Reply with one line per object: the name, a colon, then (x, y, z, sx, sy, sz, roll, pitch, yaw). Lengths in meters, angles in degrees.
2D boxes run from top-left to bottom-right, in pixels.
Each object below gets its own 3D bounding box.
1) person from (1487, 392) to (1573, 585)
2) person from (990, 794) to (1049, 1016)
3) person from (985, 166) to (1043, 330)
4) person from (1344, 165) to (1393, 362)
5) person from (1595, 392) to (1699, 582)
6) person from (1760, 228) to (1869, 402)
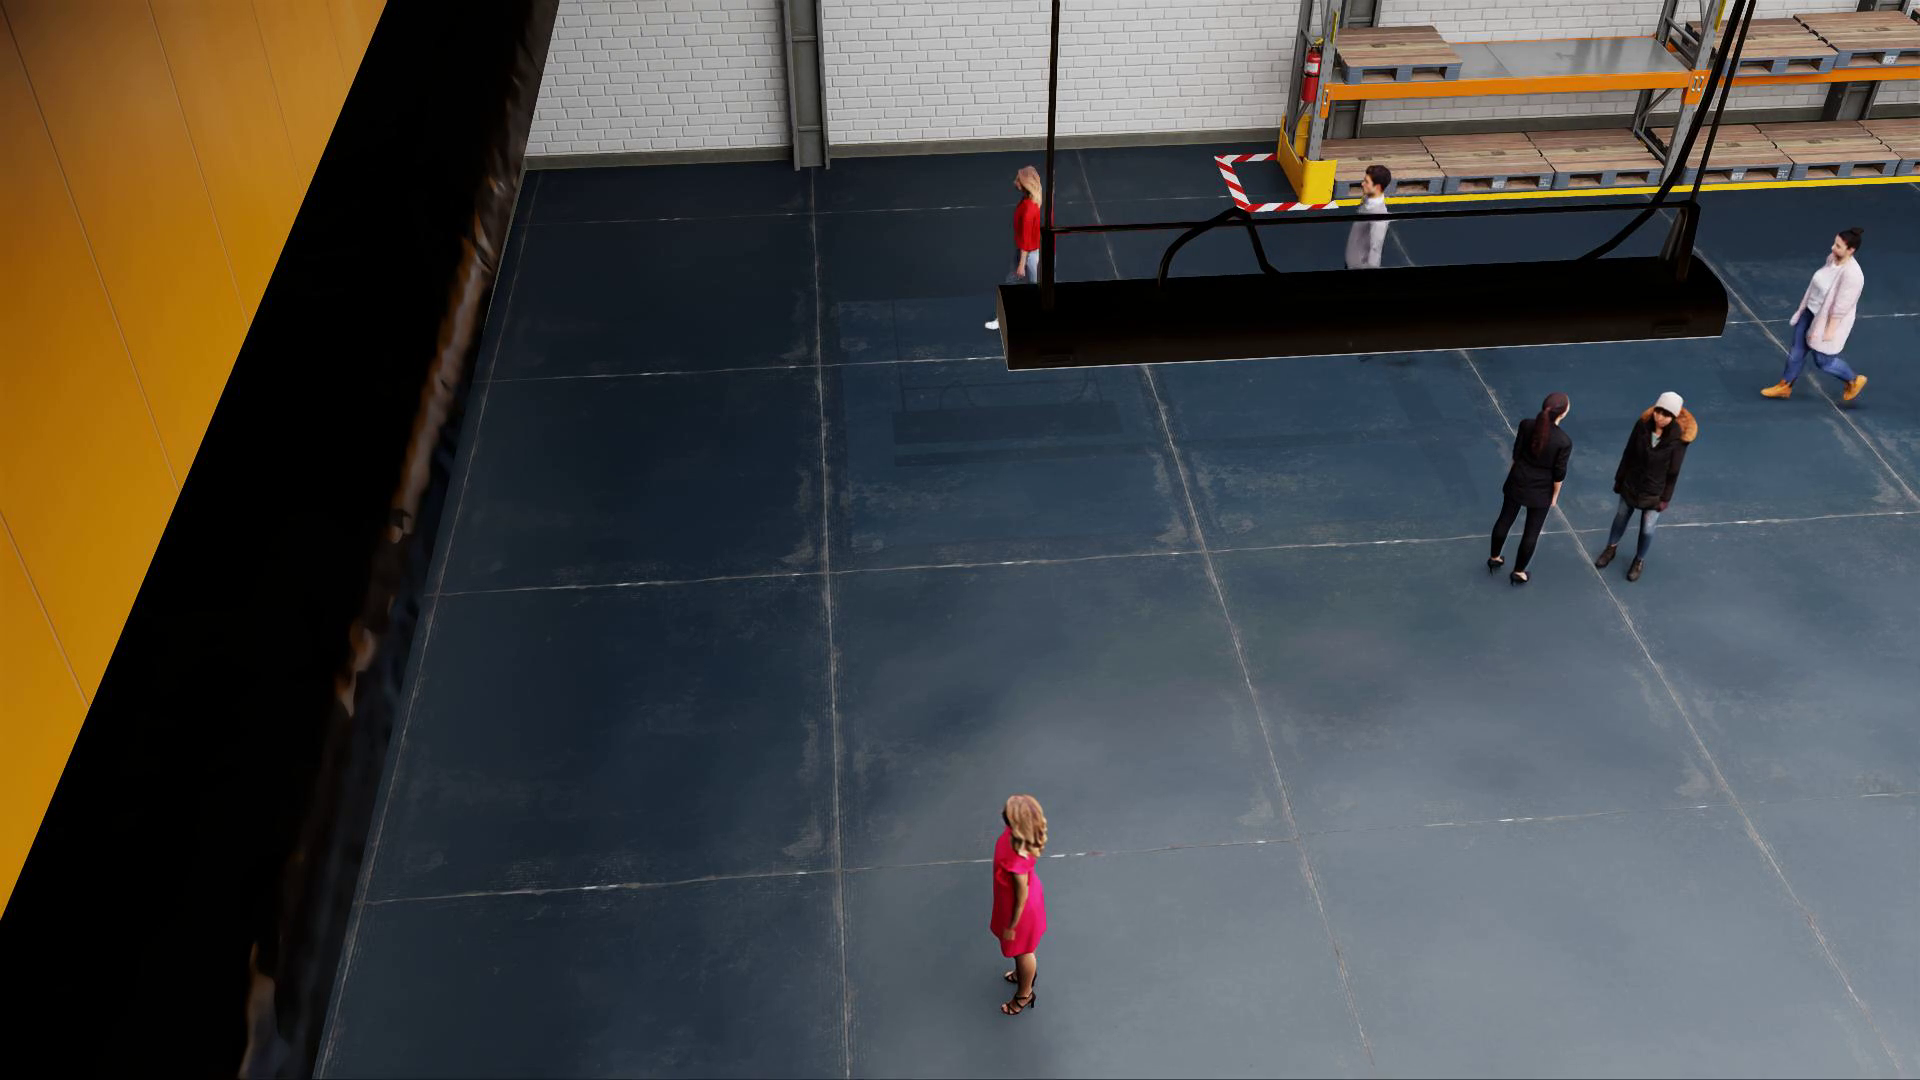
person: (4.269, -0.389, 12.479, 0.719, 1.658, 0.677, -31, 48, -33)
person: (0.347, 2.039, 9.383, 0.605, 1.728, 0.616, 5, 39, 6)
person: (0.706, -2.601, 15.239, 1.135, 1.672, 0.737, 2, 39, 3)
person: (3.662, -2.452, 14.861, 0.929, 1.910, 0.821, 3, 39, 4)
person: (5.183, -0.425, 12.545, 0.718, 1.632, 0.776, 28, 47, 31)
person: (7.570, -1.902, 14.329, 1.082, 1.714, 0.768, 1, 39, 2)
